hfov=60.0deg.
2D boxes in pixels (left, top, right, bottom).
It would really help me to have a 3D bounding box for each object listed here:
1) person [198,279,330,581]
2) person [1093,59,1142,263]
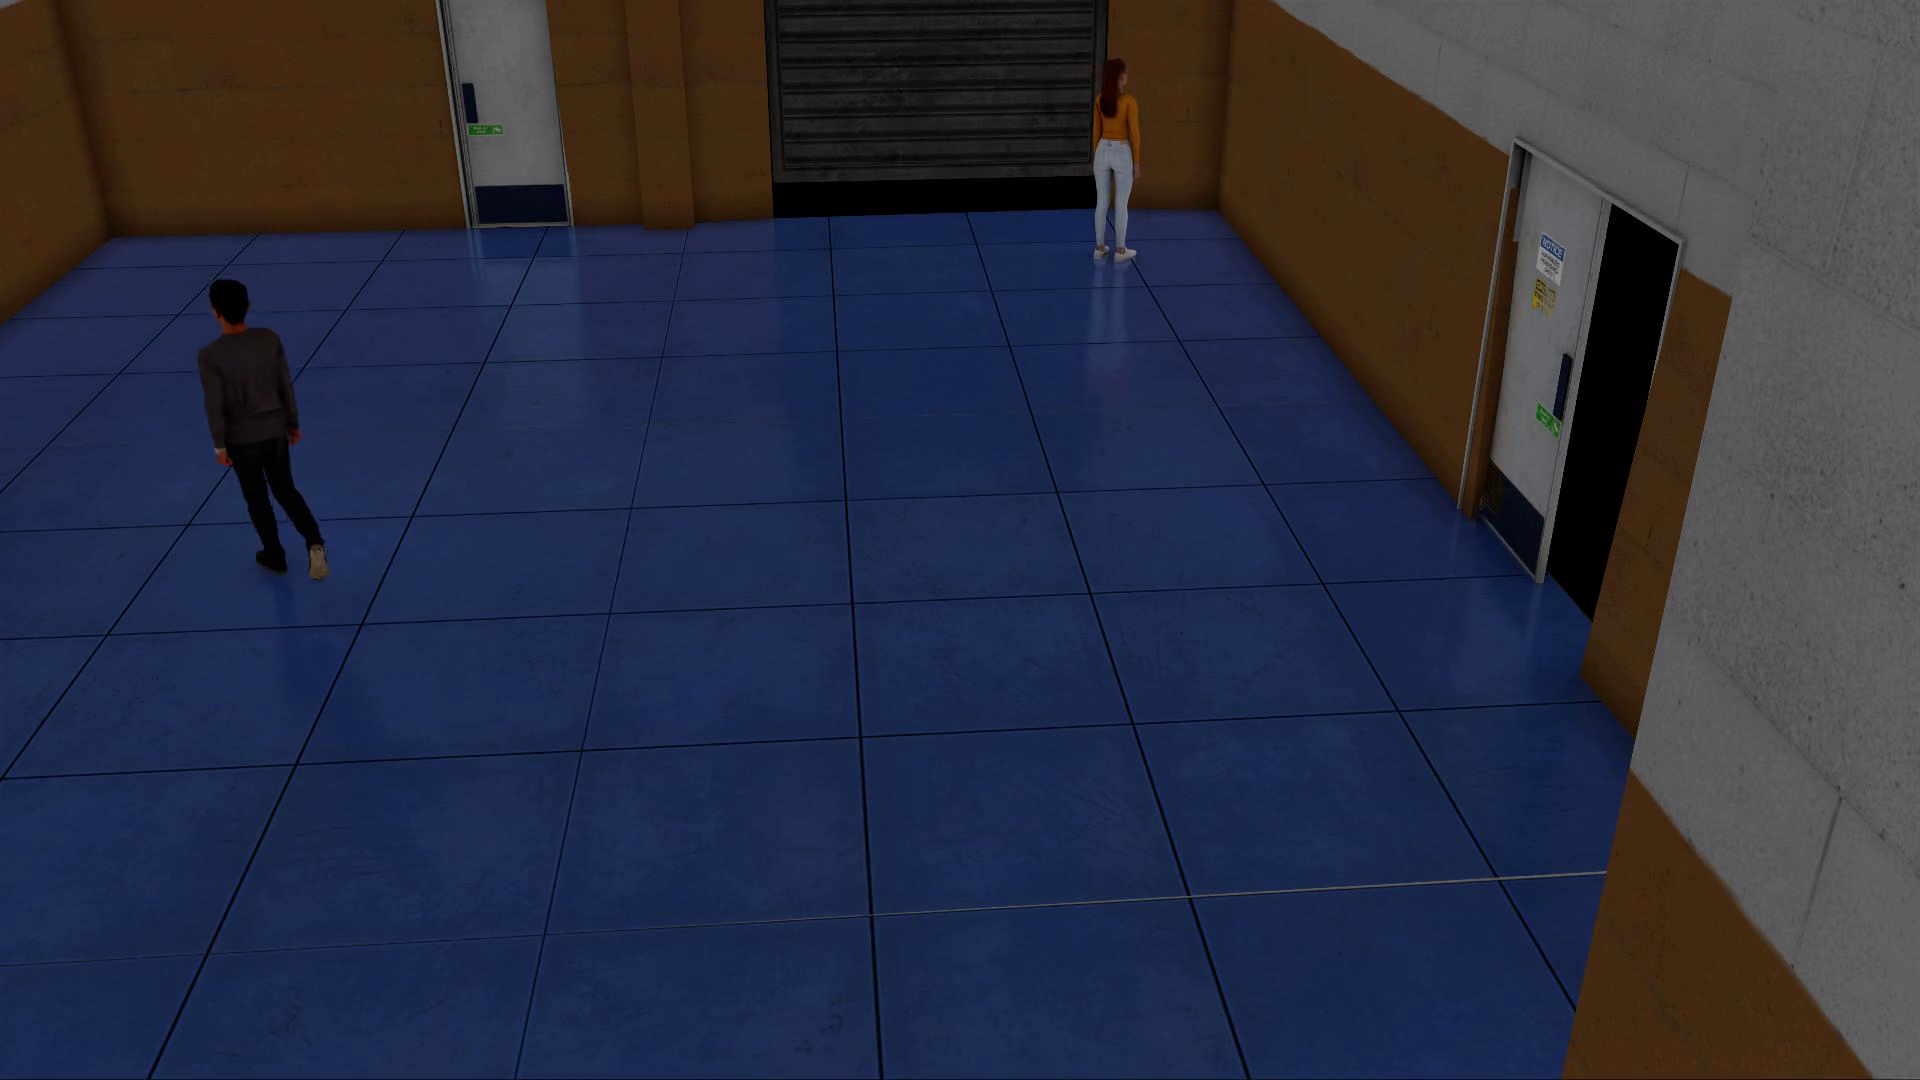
[{"bbox_3d":[-3.788,-0.544,9.059,1.012,1.754,1.062,2,27,3],"label":"person"},{"bbox_3d":[1.343,-3.305,14.507,0.653,1.749,0.744,14,30,26],"label":"person"}]
